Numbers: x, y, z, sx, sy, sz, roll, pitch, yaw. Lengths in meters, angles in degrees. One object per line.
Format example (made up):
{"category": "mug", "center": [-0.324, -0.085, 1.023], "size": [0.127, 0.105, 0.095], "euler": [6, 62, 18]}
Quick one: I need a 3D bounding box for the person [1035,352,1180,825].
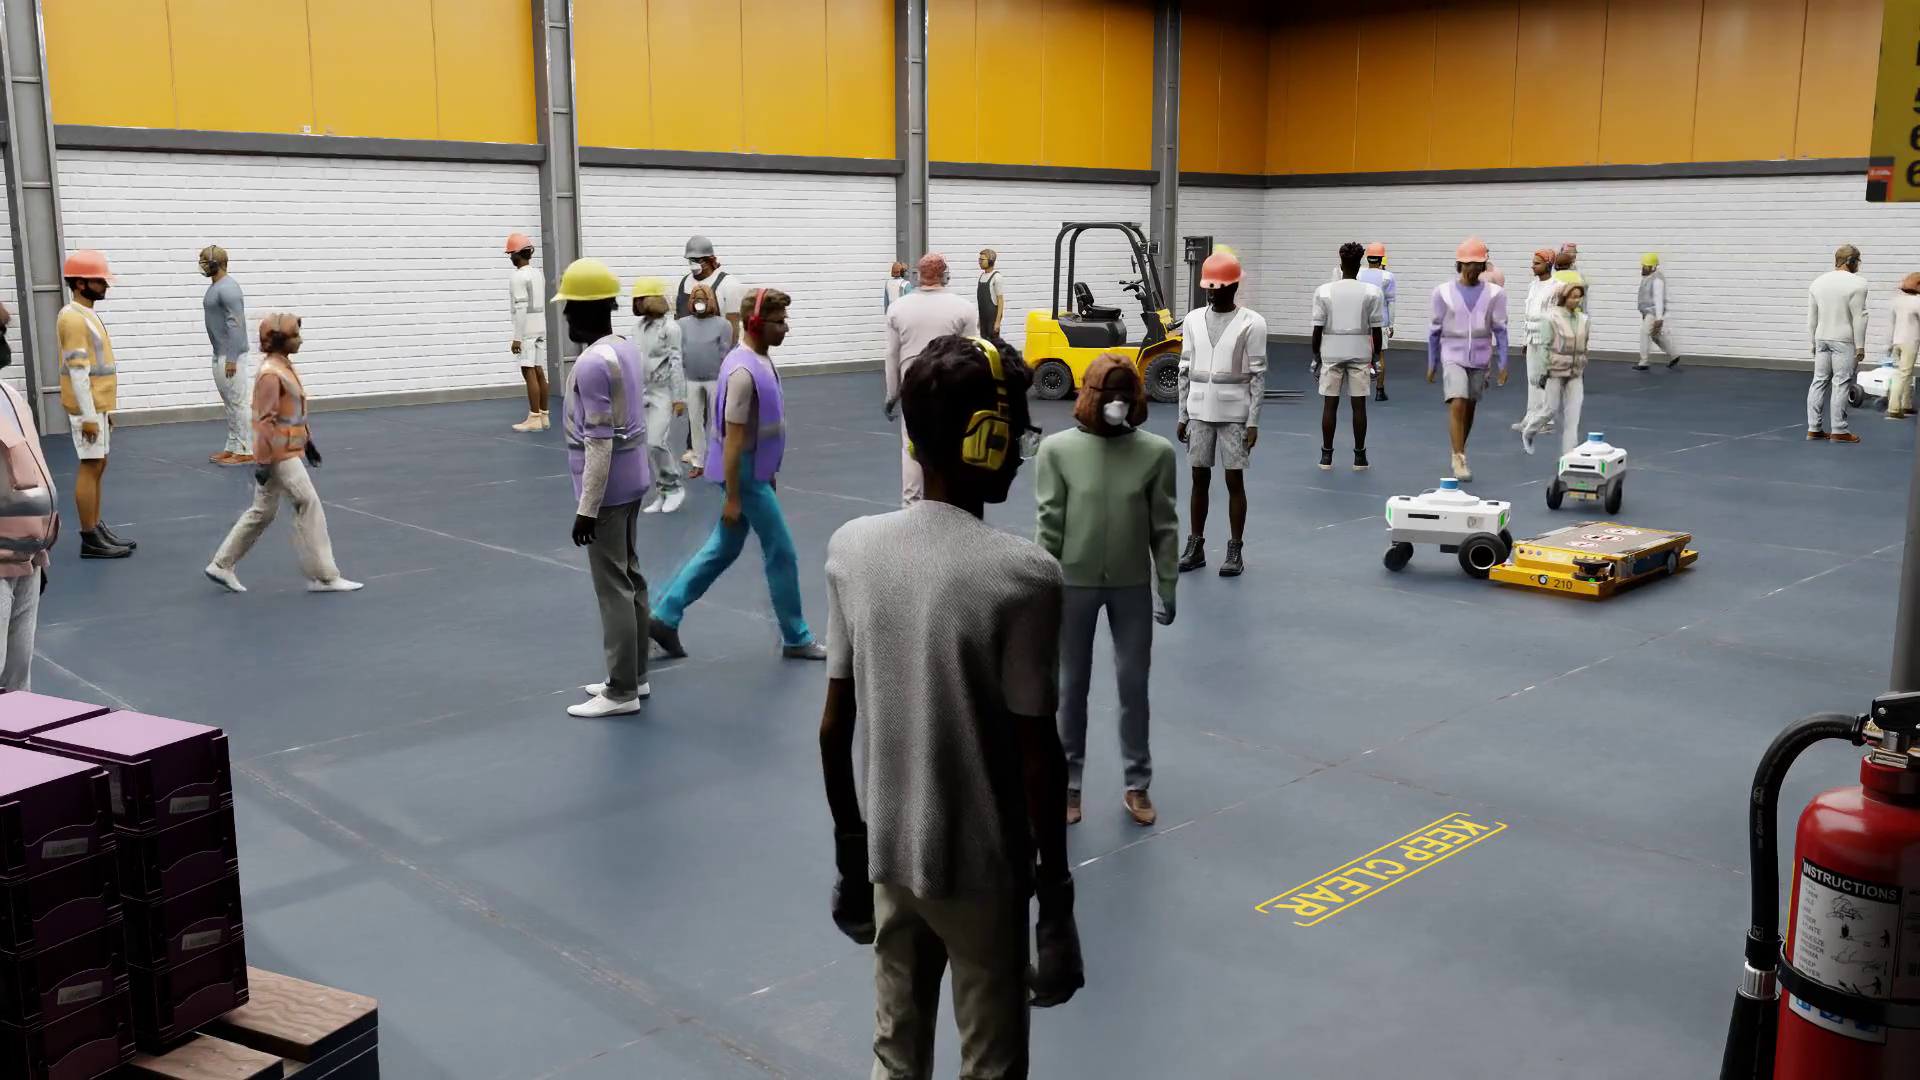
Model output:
{"category": "person", "center": [0.507, 0.173, 5.724], "size": [0.499, 1.635, 0.307], "euler": [-1, 10, -3]}

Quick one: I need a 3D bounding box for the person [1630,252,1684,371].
{"category": "person", "center": [10.448, -3.396, 24.783], "size": [0.786, 1.784, 0.623], "euler": [2, 10, 8]}

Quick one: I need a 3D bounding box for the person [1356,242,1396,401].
{"category": "person", "center": [5.046, -2.665, 20.350], "size": [0.545, 1.942, 0.352], "euler": [4, 11, 21]}

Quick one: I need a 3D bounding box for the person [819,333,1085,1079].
{"category": "person", "center": [-0.012, 0.582, 2.859], "size": [0.521, 1.865, 0.336], "euler": [8, 13, 38]}

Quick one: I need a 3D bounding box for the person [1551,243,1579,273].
{"category": "person", "center": [8.855, -3.380, 24.336], "size": [0.640, 1.910, 0.409], "euler": [-9, 14, -41]}

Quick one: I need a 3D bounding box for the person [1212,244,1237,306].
{"category": "person", "center": [3.624, -3.065, 22.613], "size": [0.573, 1.908, 0.593], "euler": [-3, 11, -14]}

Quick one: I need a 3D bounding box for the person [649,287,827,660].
{"category": "person", "center": [-1.064, -0.292, 7.827], "size": [0.921, 1.796, 0.643], "euler": [0, 10, -1]}

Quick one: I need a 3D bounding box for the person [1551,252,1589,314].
{"category": "person", "center": [7.862, -2.844, 21.687], "size": [0.629, 1.814, 0.828], "euler": [2, 11, 10]}

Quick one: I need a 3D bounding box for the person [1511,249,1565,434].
{"category": "person", "center": [5.953, -2.028, 17.031], "size": [0.340, 1.881, 0.585], "euler": [-3, 11, -14]}

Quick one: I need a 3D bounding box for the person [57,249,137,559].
{"category": "person", "center": [-5.441, -0.851, 10.469], "size": [0.368, 1.937, 0.545], "euler": [-4, 11, -20]}

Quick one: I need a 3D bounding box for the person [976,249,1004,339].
{"category": "person", "center": [0.383, -2.903, 21.906], "size": [0.351, 1.846, 0.507], "euler": [-6, 12, -29]}

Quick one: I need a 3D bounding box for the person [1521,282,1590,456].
{"category": "person", "center": [5.322, -1.485, 14.788], "size": [0.526, 1.615, 0.648], "euler": [-4, 11, -19]}

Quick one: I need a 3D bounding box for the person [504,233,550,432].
{"category": "person", "center": [-4.496, -2.137, 17.200], "size": [0.394, 2.040, 0.610], "euler": [2, 11, 9]}

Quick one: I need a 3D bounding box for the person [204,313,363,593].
{"category": "person", "center": [-3.883, -0.479, 9.360], "size": [0.818, 1.601, 0.514], "euler": [-3, 11, -18]}

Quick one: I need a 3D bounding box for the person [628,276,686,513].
{"category": "person", "center": [-2.208, -1.039, 12.060], "size": [0.504, 1.727, 0.405], "euler": [9, 13, 39]}

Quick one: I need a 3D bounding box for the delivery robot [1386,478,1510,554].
{"category": "delivery robot", "center": [2.946, -0.132, 10.060], "size": [0.707, 0.478, 0.477], "euler": [4, 11, 21]}

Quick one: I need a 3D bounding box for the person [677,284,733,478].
{"category": "person", "center": [-2.118, -1.309, 13.822], "size": [0.501, 1.628, 0.286], "euler": [2, 11, 12]}

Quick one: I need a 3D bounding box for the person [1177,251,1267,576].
{"category": "person", "center": [1.537, -0.746, 9.915], "size": [0.542, 1.930, 0.366], "euler": [6, 12, 30]}

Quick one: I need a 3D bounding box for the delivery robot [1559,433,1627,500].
{"category": "delivery robot", "center": [4.711, -0.555, 12.367], "size": [0.477, 0.478, 0.707], "euler": [7, 12, 33]}

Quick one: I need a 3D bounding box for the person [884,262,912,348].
{"category": "person", "center": [-0.892, -3.239, 24.301], "size": [0.522, 1.638, 0.309], "euler": [9, 13, 39]}

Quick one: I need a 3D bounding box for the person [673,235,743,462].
{"category": "person", "center": [-2.263, -1.683, 14.724], "size": [0.690, 2.000, 0.538], "euler": [4, 11, 20]}

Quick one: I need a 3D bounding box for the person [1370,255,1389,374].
{"category": "person", "center": [6.062, -3.294, 24.277], "size": [0.321, 1.761, 0.522], "euler": [2, 11, 13]}

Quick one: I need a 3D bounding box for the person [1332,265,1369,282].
{"category": "person", "center": [5.907, -3.461, 24.922], "size": [0.680, 1.853, 0.558], "euler": [5, 11, 24]}

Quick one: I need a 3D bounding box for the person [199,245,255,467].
{"category": "person", "center": [-6.454, -1.616, 14.641], "size": [0.376, 1.937, 0.629], "euler": [-7, 12, -33]}

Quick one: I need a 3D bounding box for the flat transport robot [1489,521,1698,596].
{"category": "flat transport robot", "center": [3.788, 0.090, 9.883], "size": [0.652, 0.197, 1.431], "euler": [10, 14, 43]}

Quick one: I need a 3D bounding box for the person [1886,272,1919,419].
{"category": "person", "center": [10.540, -2.128, 18.314], "size": [0.619, 1.616, 0.509], "euler": [-1, 10, -7]}

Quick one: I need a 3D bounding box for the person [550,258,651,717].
{"category": "person", "center": [-1.503, -0.213, 7.013], "size": [0.370, 1.929, 0.586], "euler": [1, 10, 3]}

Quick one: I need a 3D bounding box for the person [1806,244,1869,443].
{"category": "person", "center": [8.593, -1.917, 16.295], "size": [0.371, 1.933, 0.627], "euler": [-4, 11, -22]}

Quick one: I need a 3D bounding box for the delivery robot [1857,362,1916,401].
{"category": "delivery robot", "center": [10.752, -1.827, 19.305], "size": [0.477, 0.478, 0.707], "euler": [0, 10, -2]}

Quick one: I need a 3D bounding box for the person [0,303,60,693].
{"category": "person", "center": [-3.285, 0.082, 5.645], "size": [0.429, 1.843, 0.627], "euler": [-1, 10, -7]}

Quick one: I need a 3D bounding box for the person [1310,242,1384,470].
{"category": "person", "center": [3.338, -1.582, 14.371], "size": [0.616, 1.964, 0.361], "euler": [3, 11, 14]}

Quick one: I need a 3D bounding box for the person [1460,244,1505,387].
{"category": "person", "center": [6.889, -2.984, 22.180], "size": [0.639, 1.909, 0.407], "euler": [10, 14, 44]}

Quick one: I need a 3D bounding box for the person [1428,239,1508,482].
{"category": "person", "center": [4.263, -1.523, 13.990], "size": [0.624, 1.999, 1.032], "euler": [1, 10, 6]}

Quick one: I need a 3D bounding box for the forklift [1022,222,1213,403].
{"category": "forklift", "center": [1.935, -2.847, 20.651], "size": [2.313, 2.155, 1.214], "euler": [2, 11, 13]}

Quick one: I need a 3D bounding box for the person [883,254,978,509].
{"category": "person", "center": [-0.200, -1.024, 11.570], "size": [0.714, 1.891, 0.517], "euler": [2, 11, 11]}
